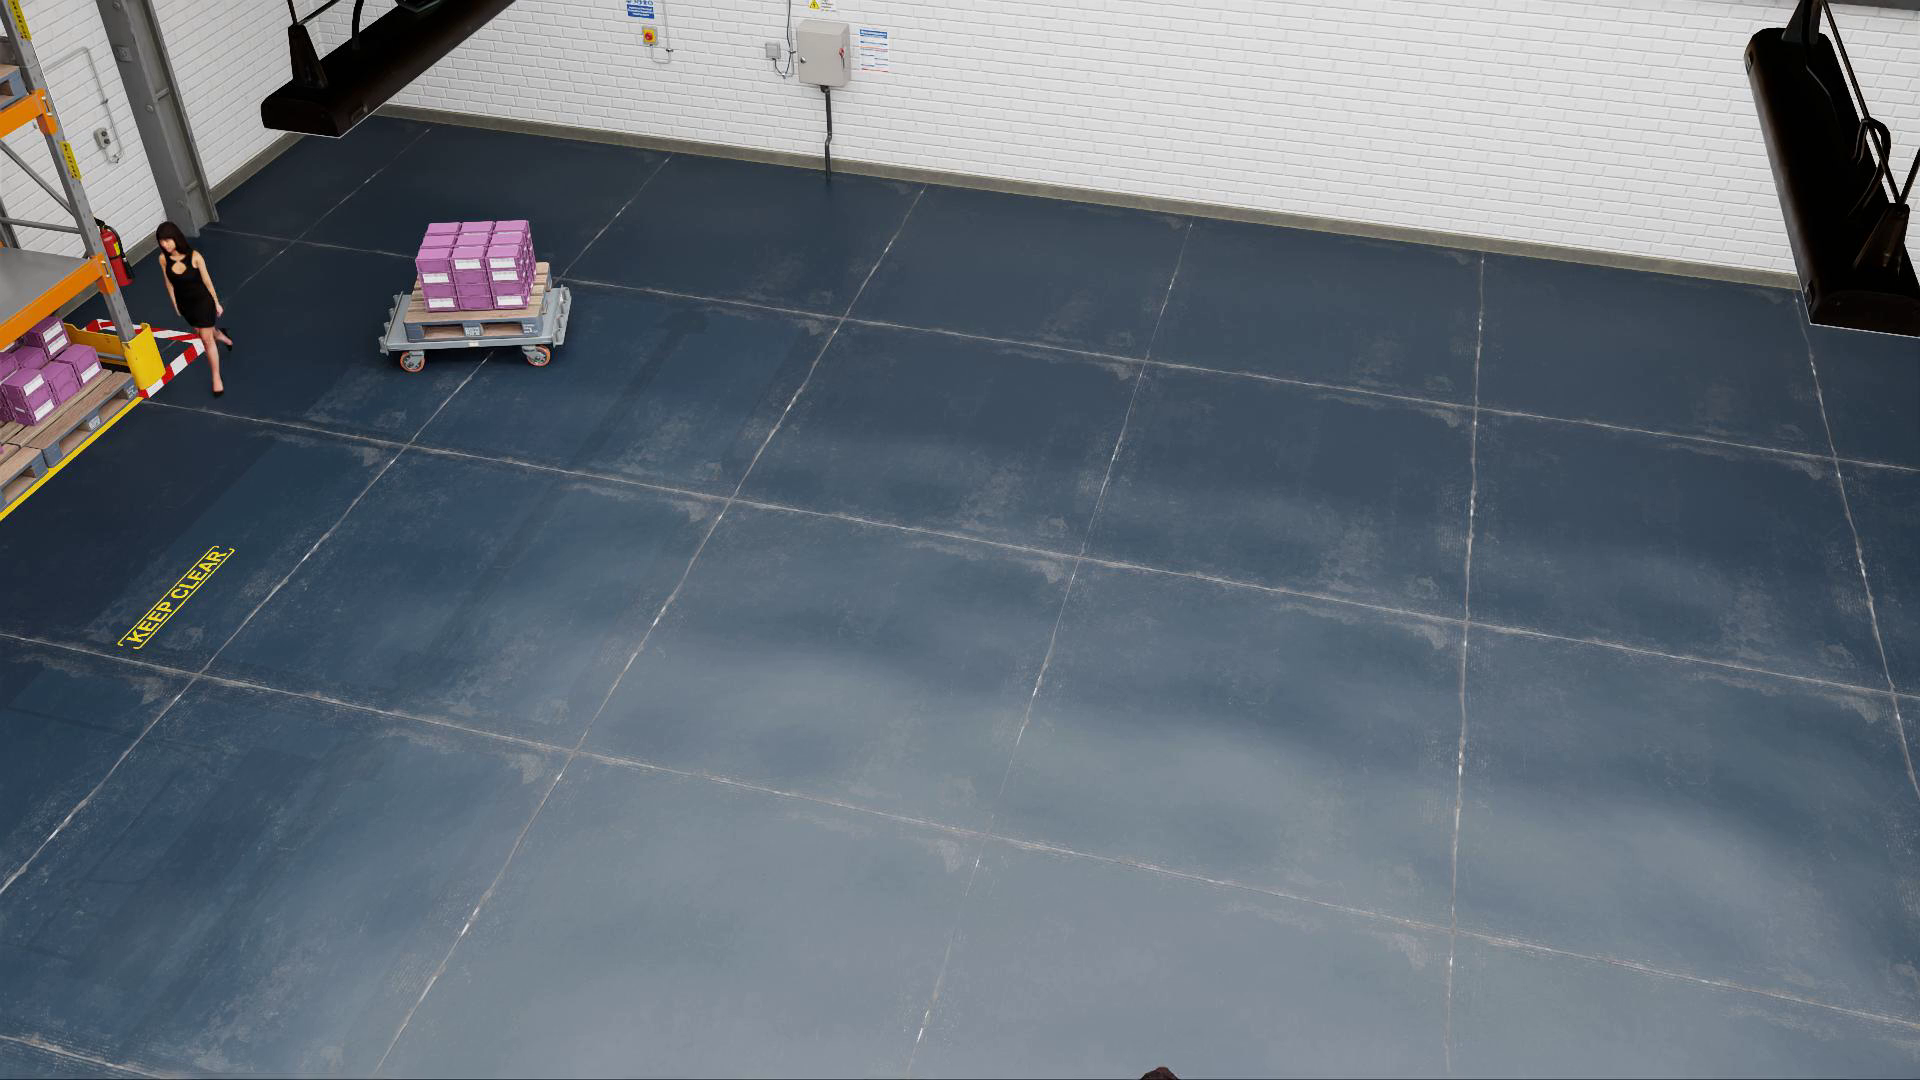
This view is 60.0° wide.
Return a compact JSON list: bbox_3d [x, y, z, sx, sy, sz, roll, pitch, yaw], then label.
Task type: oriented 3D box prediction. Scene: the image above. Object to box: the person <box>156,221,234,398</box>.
[{"bbox_3d":[-6.753,-2.118,14.757,0.777,1.626,1.074,-2,39,-2],"label":"person"}]
